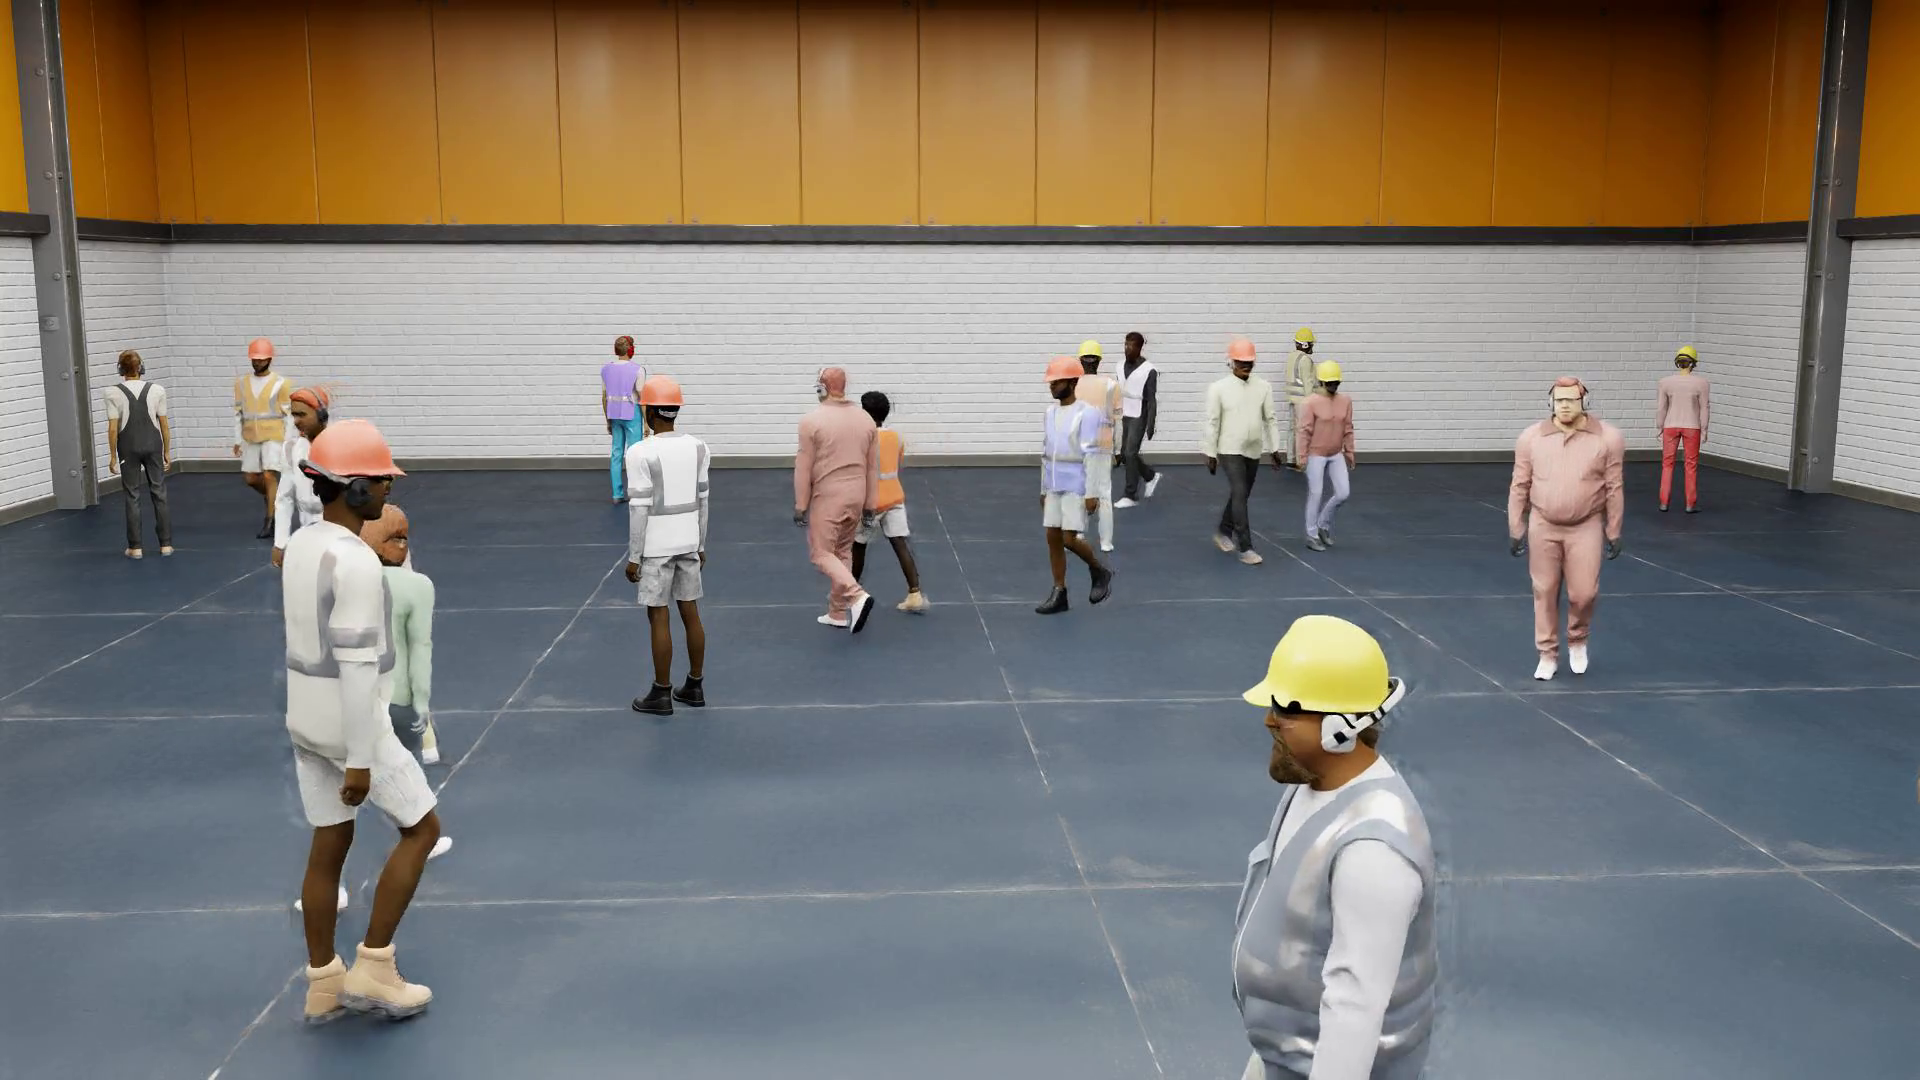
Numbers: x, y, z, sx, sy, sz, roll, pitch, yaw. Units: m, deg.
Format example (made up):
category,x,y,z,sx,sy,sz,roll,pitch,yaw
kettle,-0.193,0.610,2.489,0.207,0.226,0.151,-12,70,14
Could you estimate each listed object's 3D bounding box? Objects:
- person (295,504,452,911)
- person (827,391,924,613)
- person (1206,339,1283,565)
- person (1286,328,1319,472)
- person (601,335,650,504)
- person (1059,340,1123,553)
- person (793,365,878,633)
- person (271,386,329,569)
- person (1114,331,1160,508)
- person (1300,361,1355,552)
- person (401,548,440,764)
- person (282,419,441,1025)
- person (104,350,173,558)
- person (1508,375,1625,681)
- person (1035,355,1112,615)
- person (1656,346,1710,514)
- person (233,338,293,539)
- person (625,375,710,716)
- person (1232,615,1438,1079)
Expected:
category,x,y,z,sx,sy,sz,roll,pitch,yaw
person,-2.402,0.650,6.738,0.556,1.576,0.810,-1,9,-8
person,-0.599,-0.281,12.370,0.894,1.652,0.537,8,12,39
person,2.475,-0.805,14.720,0.620,1.955,1.001,-3,10,-20
person,4.368,-1.786,21.224,0.404,1.832,0.597,-2,9,-13
person,-3.635,-1.295,18.084,0.564,1.850,0.389,4,10,23
person,1.170,-0.831,14.967,0.586,1.917,0.380,0,9,-1
person,-0.814,-0.268,11.552,0.656,1.881,0.695,-9,12,-43
person,-3.778,0.025,9.796,0.581,1.842,0.938,4,10,22
person,1.927,-1.312,18.011,0.637,1.901,0.597,-6,11,-33
person,3.316,-0.753,15.015,0.575,1.731,0.401,-4,10,-21
person,-3.055,0.358,8.523,0.886,1.577,0.506,3,9,17
person,-2.010,0.614,5.546,0.605,2.024,0.533,9,12,43
person,-7.263,-0.755,14.728,0.507,1.840,0.344,-6,11,-35
person,3.708,-0.065,10.229,0.674,1.889,0.434,5,10,27
person,0.827,-0.407,12.293,0.555,1.918,0.561,-7,12,-38
person,7.603,-1.157,17.509,0.524,1.760,0.327,6,11,32
person,-6.663,-0.991,15.989,0.573,1.915,0.650,0,9,1
person,-1.681,0.029,9.496,0.361,1.938,0.545,8,12,42
person,0.665,1.052,3.442,0.610,1.815,0.620,0,9,0
